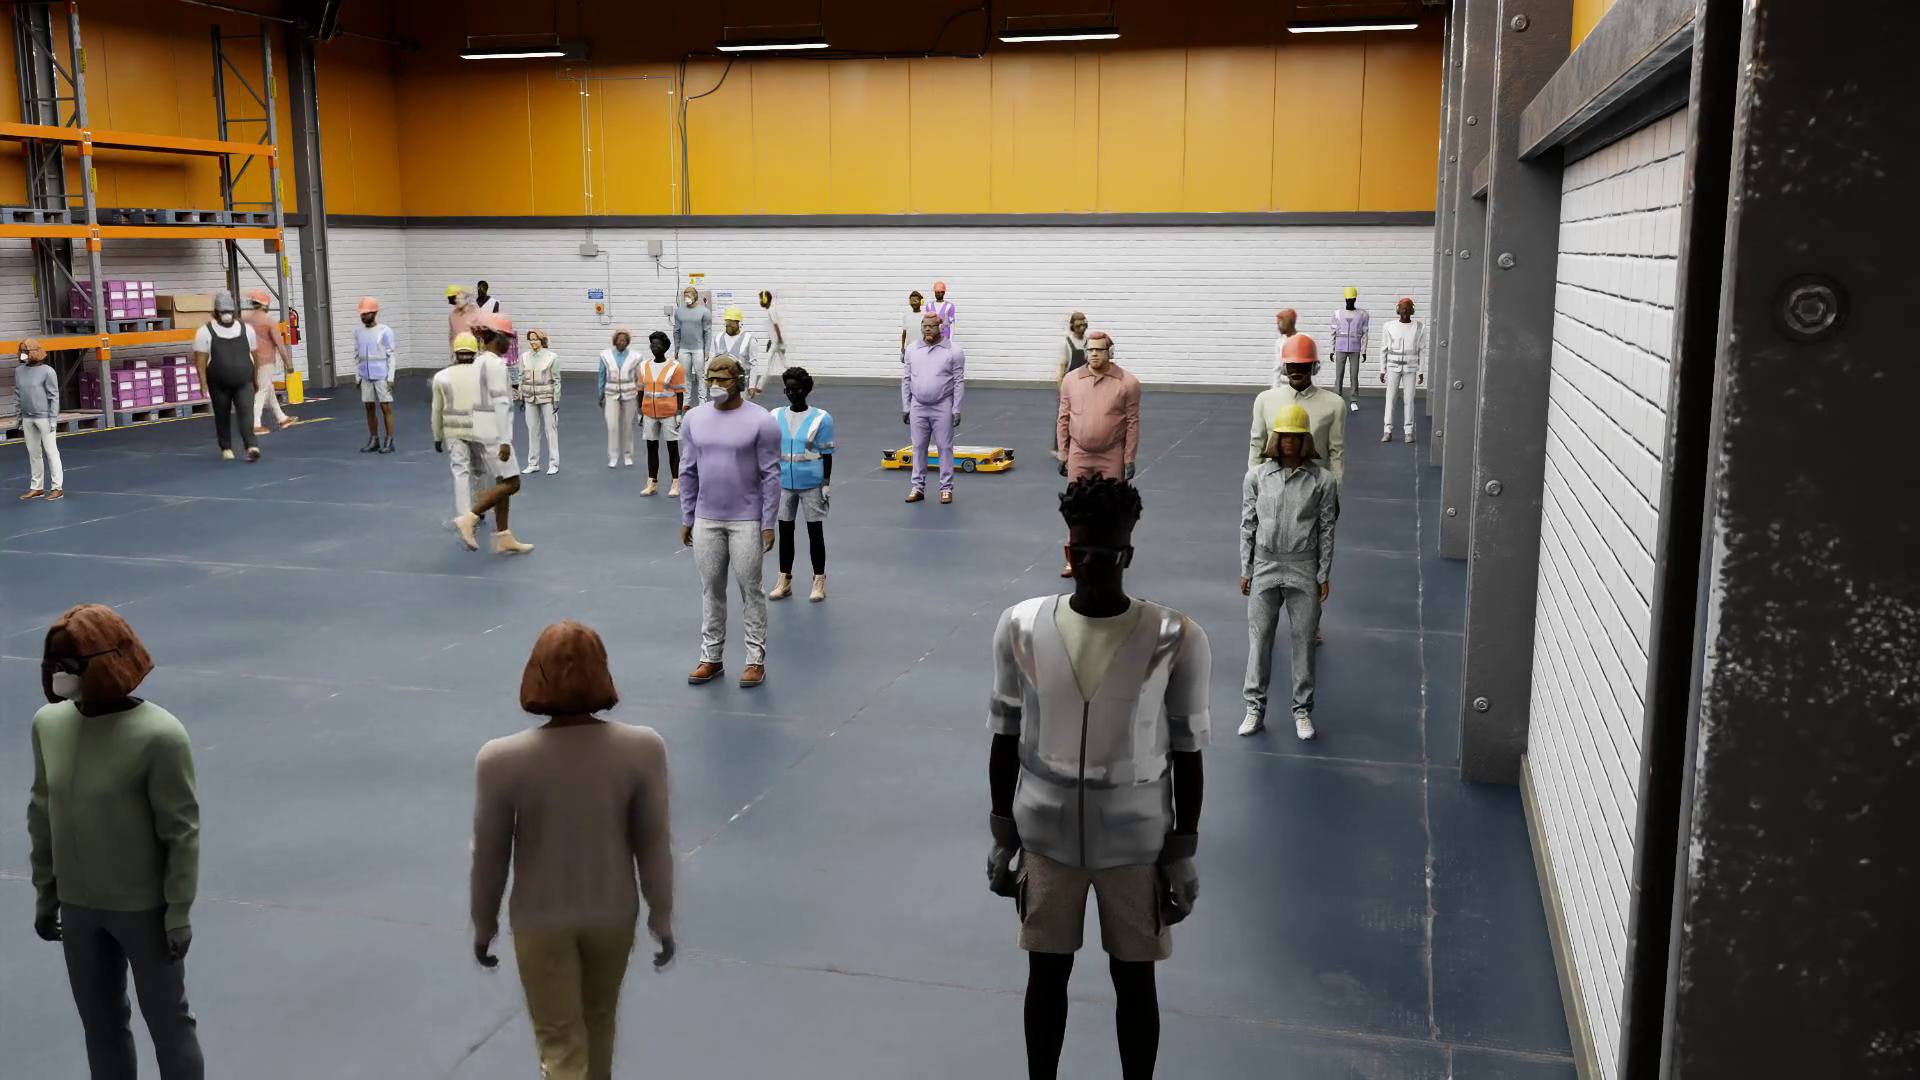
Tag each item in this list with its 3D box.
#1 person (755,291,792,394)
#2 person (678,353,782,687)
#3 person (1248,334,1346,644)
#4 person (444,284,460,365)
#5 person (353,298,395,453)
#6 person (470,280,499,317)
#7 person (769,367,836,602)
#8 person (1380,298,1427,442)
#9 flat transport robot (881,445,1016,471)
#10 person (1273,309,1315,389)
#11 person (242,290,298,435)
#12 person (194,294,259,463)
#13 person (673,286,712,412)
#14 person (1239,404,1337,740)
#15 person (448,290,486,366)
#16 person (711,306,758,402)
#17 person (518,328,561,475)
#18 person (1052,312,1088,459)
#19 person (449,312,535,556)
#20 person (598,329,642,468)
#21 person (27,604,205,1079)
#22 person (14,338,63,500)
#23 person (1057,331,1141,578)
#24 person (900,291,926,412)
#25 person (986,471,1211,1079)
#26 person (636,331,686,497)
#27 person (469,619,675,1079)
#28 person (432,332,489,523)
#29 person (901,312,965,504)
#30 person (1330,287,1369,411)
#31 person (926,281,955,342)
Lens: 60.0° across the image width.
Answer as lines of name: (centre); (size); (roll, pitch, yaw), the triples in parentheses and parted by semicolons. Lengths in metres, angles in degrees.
person: (-3.185, -3.379, 28.628); (1.059, 1.783, 0.515); (1, 10, 4)
person: (-1.340, -0.112, 9.678); (0.630, 1.940, 0.372); (3, 10, 14)
person: (2.157, -0.321, 10.699); (0.611, 1.995, 0.381); (3, 10, 14)
person: (-8.703, -3.486, 28.869); (0.410, 1.904, 0.642); (-2, 10, -12)
person: (-7.251, -2.019, 20.554); (0.556, 1.921, 0.455); (2, 10, 13)
person: (-8.849, -3.867, 30.990); (0.591, 1.922, 0.392); (3, 10, 14)
person: (-1.159, -0.399, 11.985); (0.535, 1.697, 0.318); (3, 10, 14)
person: (5.777, -2.214, 21.729); (0.574, 1.885, 0.356); (3, 10, 14)
flat transport robot: (-0.128, -0.952, 19.148); (1.431, 0.197, 0.652); (3, 10, 15)
person: (3.789, -1.667, 18.737); (0.406, 1.860, 0.659); (-6, 12, -31)
person: (-9.468, -2.443, 22.842); (0.622, 1.945, 1.002); (5, 11, 28)
person: (-8.640, -1.928, 19.667); (0.705, 2.000, 1.023); (-6, 12, -32)
person: (-4.114, -2.919, 25.572); (0.630, 1.940, 0.372); (3, 10, 14)
person: (1.692, 0.168, 8.637); (0.487, 1.746, 0.289); (3, 10, 14)
person: (-7.697, -2.987, 26.130); (0.650, 1.887, 0.708); (3, 10, 15)
person: (-2.733, -1.896, 20.063); (0.590, 1.837, 0.403); (3, 10, 14)
person: (-4.715, -1.553, 18.677); (0.514, 1.641, 0.308); (3, 10, 14)
person: (1.394, -1.791, 19.627); (0.522, 1.788, 0.979); (-6, 12, -32)
person: (-3.869, -0.855, 13.663); (0.616, 2.011, 0.656); (-5, 11, -28)
person: (-3.901, -1.620, 19.156); (0.522, 1.596, 0.795); (-1, 10, -8)
person: (-2.237, 0.971, 4.407); (0.500, 1.633, 0.281); (3, 10, 14)
person: (-9.326, -1.219, 16.805); (0.500, 1.633, 0.281); (3, 10, 14)
person: (1.052, -0.648, 12.798); (0.641, 1.908, 0.408); (3, 10, 14)
person: (-0.674, -2.892, 25.611); (0.514, 1.872, 0.328); (3, 10, 14)
person: (0.358, 0.793, 4.471); (0.607, 1.966, 0.367); (3, 10, 14)
person: (-3.054, -1.281, 16.970); (0.535, 1.700, 0.318); (3, 10, 14)
person: (-1.021, 0.996, 4.392); (0.512, 1.589, 0.841); (-4, 11, -23)
person: (-4.452, -0.980, 15.034); (0.607, 1.788, 0.915); (-3, 10, -16)
person: (-0.281, -1.312, 16.564); (0.641, 1.908, 0.408); (3, 10, 14)
person: (6.054, -2.973, 25.908); (0.587, 1.927, 0.369); (3, 10, 14)
person: (-0.363, -3.571, 29.252); (0.545, 1.942, 0.353); (3, 10, 14)
